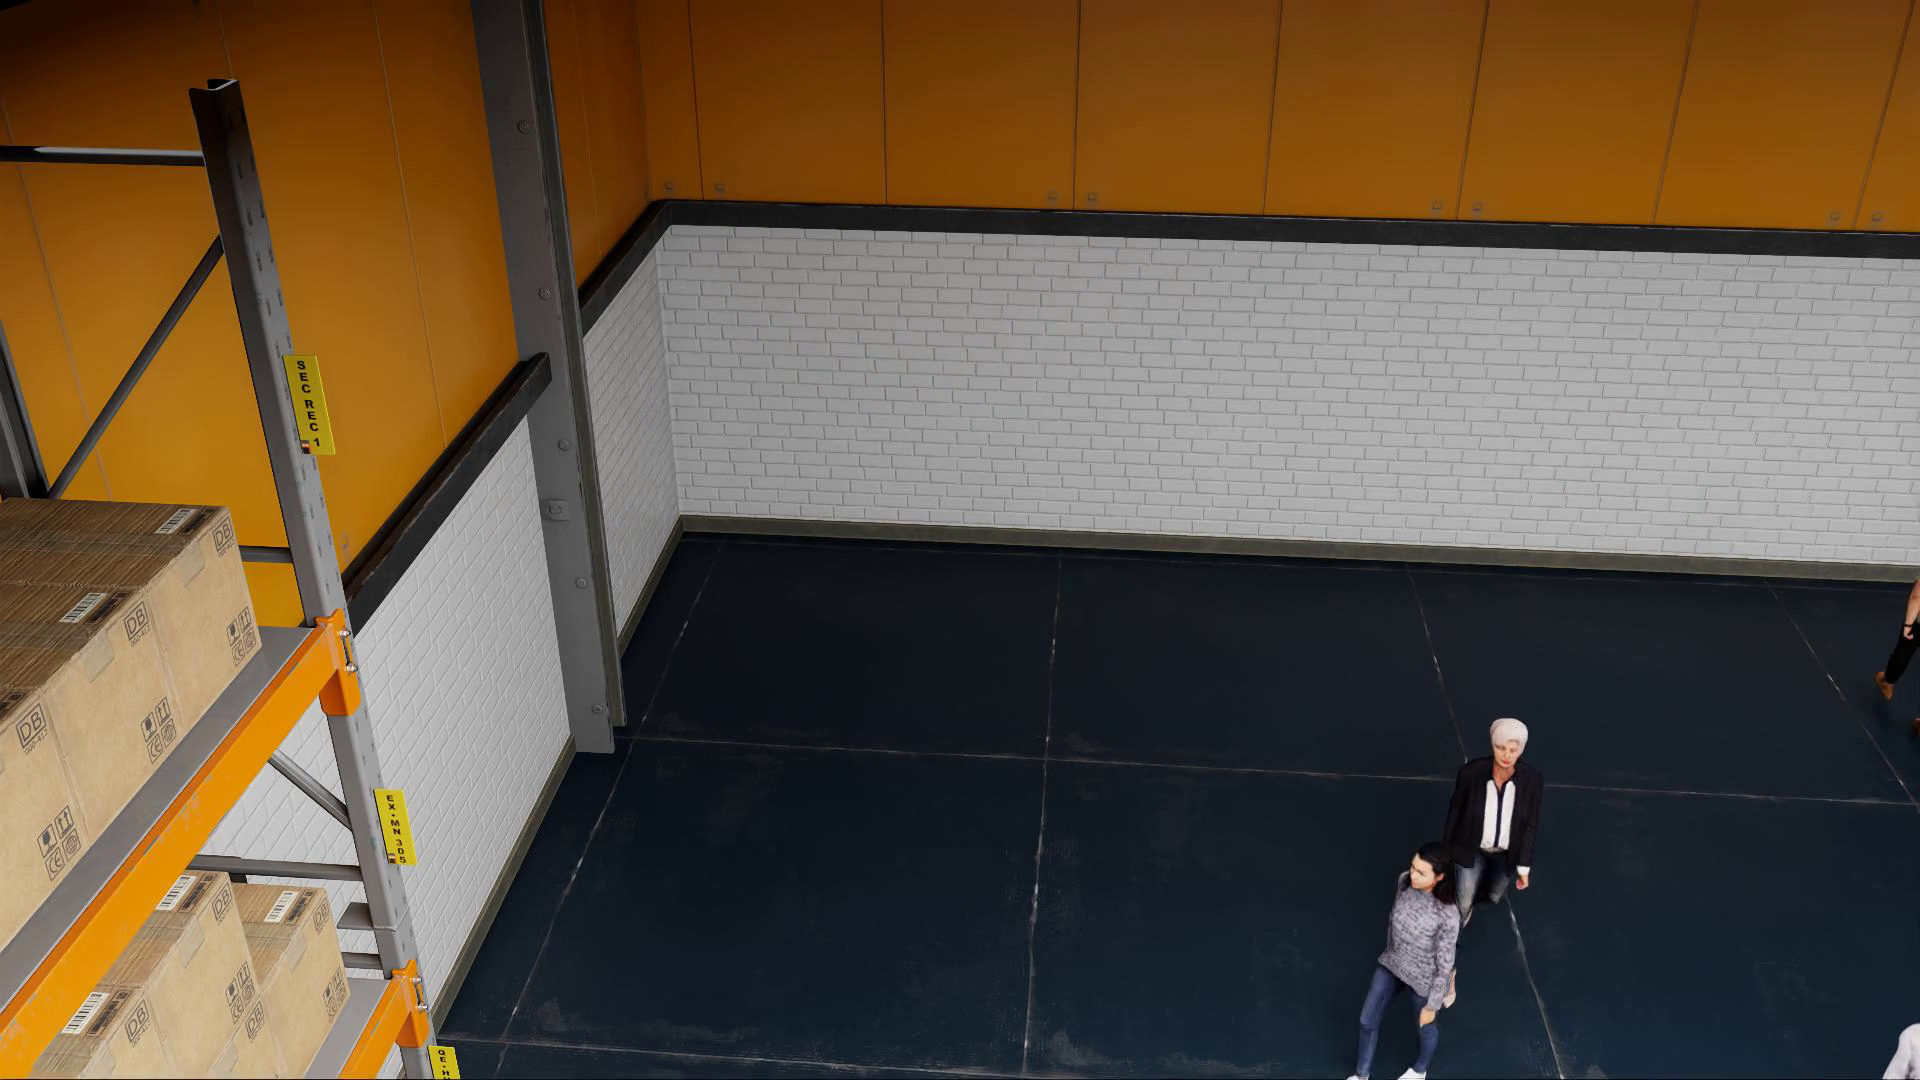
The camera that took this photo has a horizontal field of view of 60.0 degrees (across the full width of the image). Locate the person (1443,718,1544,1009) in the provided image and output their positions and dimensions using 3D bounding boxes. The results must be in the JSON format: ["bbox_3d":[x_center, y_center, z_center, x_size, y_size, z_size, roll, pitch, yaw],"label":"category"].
[{"bbox_3d":[2.879,1.687,9.233,0.817,1.751,1.097,6,29,10],"label":"person"}]

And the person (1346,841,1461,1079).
[{"bbox_3d":[2.485,2.274,8.840,0.951,1.717,0.913,-17,33,-28],"label":"person"}]

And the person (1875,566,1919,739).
[{"bbox_3d":[7.015,0.629,11.890,0.759,1.684,1.104,8,30,14],"label":"person"}]
